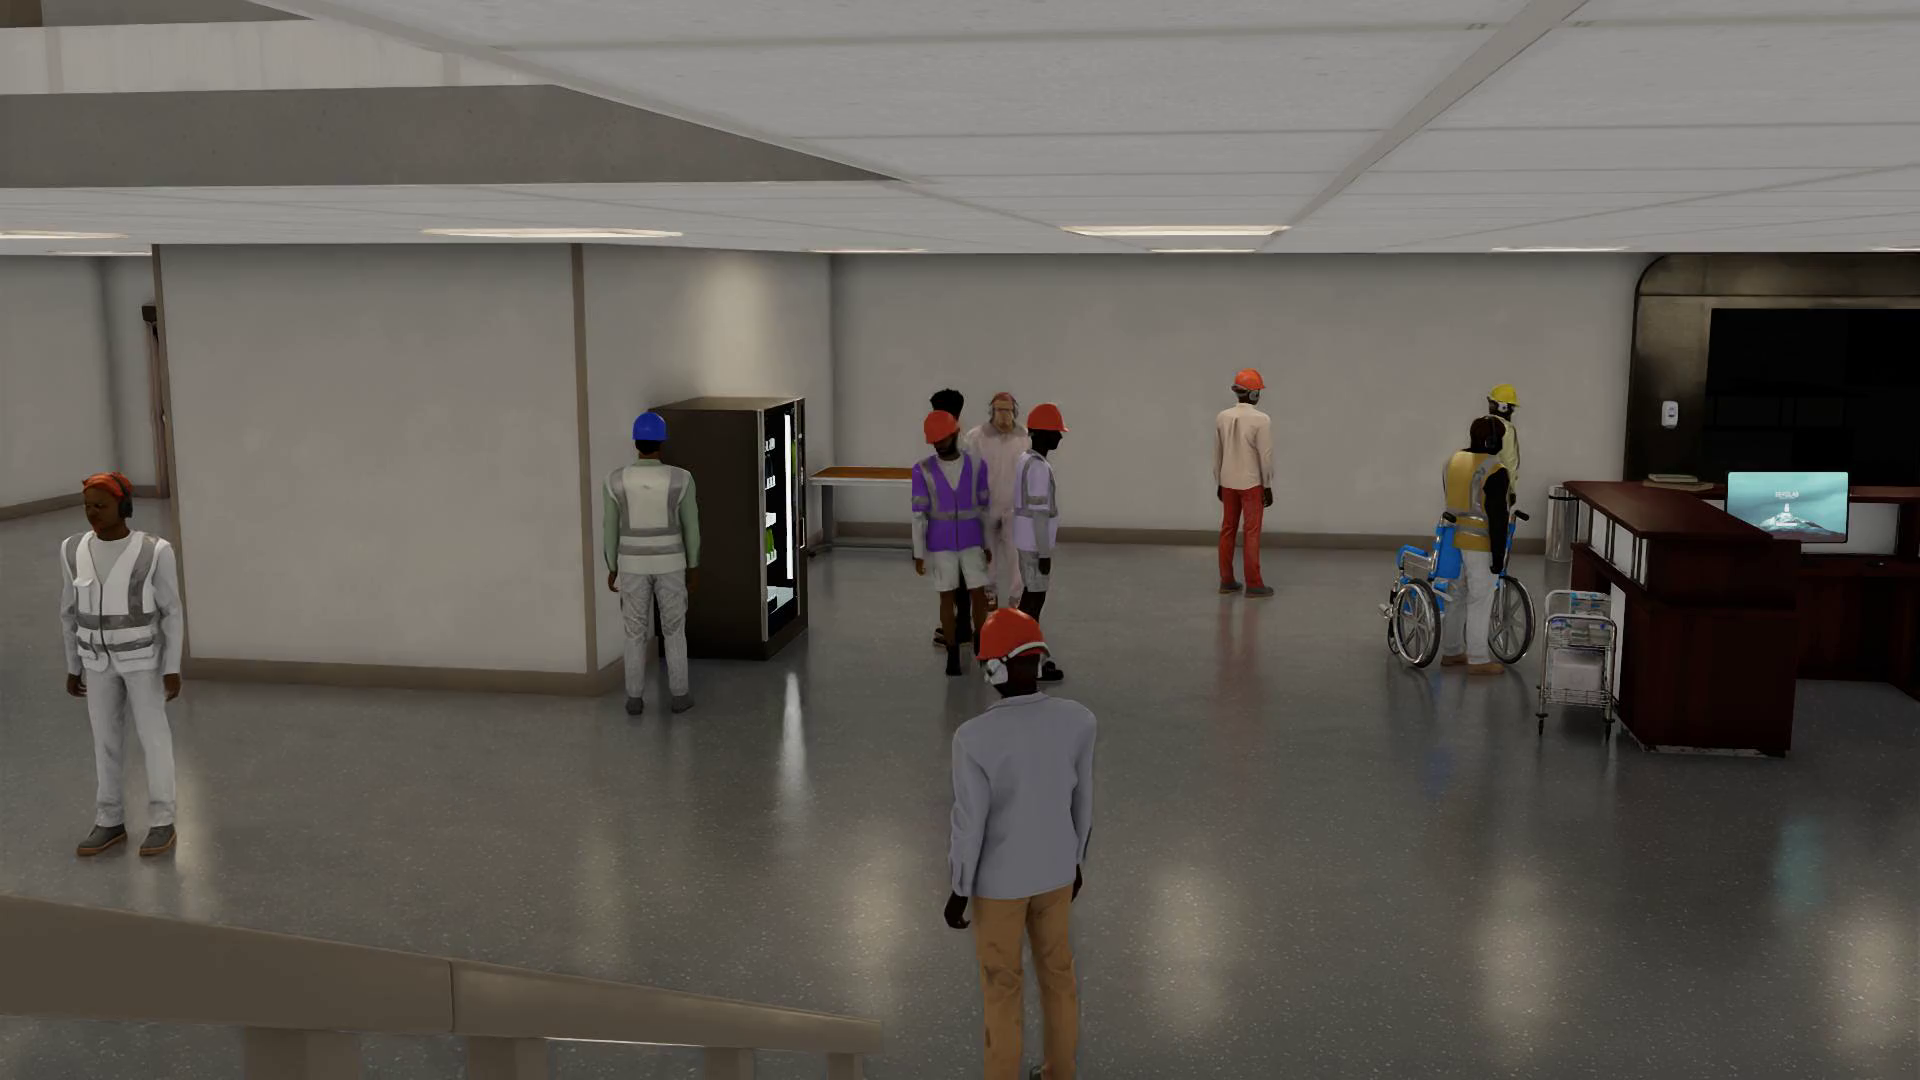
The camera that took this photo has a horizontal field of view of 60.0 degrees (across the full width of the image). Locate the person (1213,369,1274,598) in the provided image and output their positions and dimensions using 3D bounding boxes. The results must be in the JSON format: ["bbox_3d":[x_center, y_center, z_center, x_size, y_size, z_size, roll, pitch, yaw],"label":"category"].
[{"bbox_3d":[2.490,-0.496,14.537,0.384,1.996,0.610,-8,12,-40],"label":"person"}]

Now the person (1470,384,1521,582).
[{"bbox_3d":[4.862,-0.498,15.094,0.404,1.821,0.588,-3,10,-15],"label":"person"}]

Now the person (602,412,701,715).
[{"bbox_3d":[-1.968,0.156,10.662,0.615,1.947,0.388,-1,9,-6],"label":"person"}]

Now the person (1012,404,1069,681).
[{"bbox_3d":[0.564,0.015,11.602,0.391,1.929,0.546,-1,9,-6],"label":"person"}]

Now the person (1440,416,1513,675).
[{"bbox_3d":[3.659,0.039,11.756,0.430,1.838,0.625,-3,10,-20],"label":"person"}]

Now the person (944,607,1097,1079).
[{"bbox_3d":[0.183,1.085,5.551,0.570,1.745,0.345,-6,11,-33],"label":"person"}]

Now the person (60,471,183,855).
[{"bbox_3d":[-4.077,0.605,8.101,0.576,1.882,0.362,1,9,4],"label":"person"}]

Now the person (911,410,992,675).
[{"bbox_3d":[-0.049,0.028,11.618,0.597,1.893,0.479,-1,9,-9],"label":"person"}]

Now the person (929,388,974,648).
[{"bbox_3d":[-0.052,-0.167,12.602,0.365,1.962,0.614,1,9,4],"label":"person"}]

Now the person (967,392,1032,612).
[{"bbox_3d":[0.331,-0.273,13.595,0.642,1.853,1.008,-1,9,-3],"label":"person"}]
